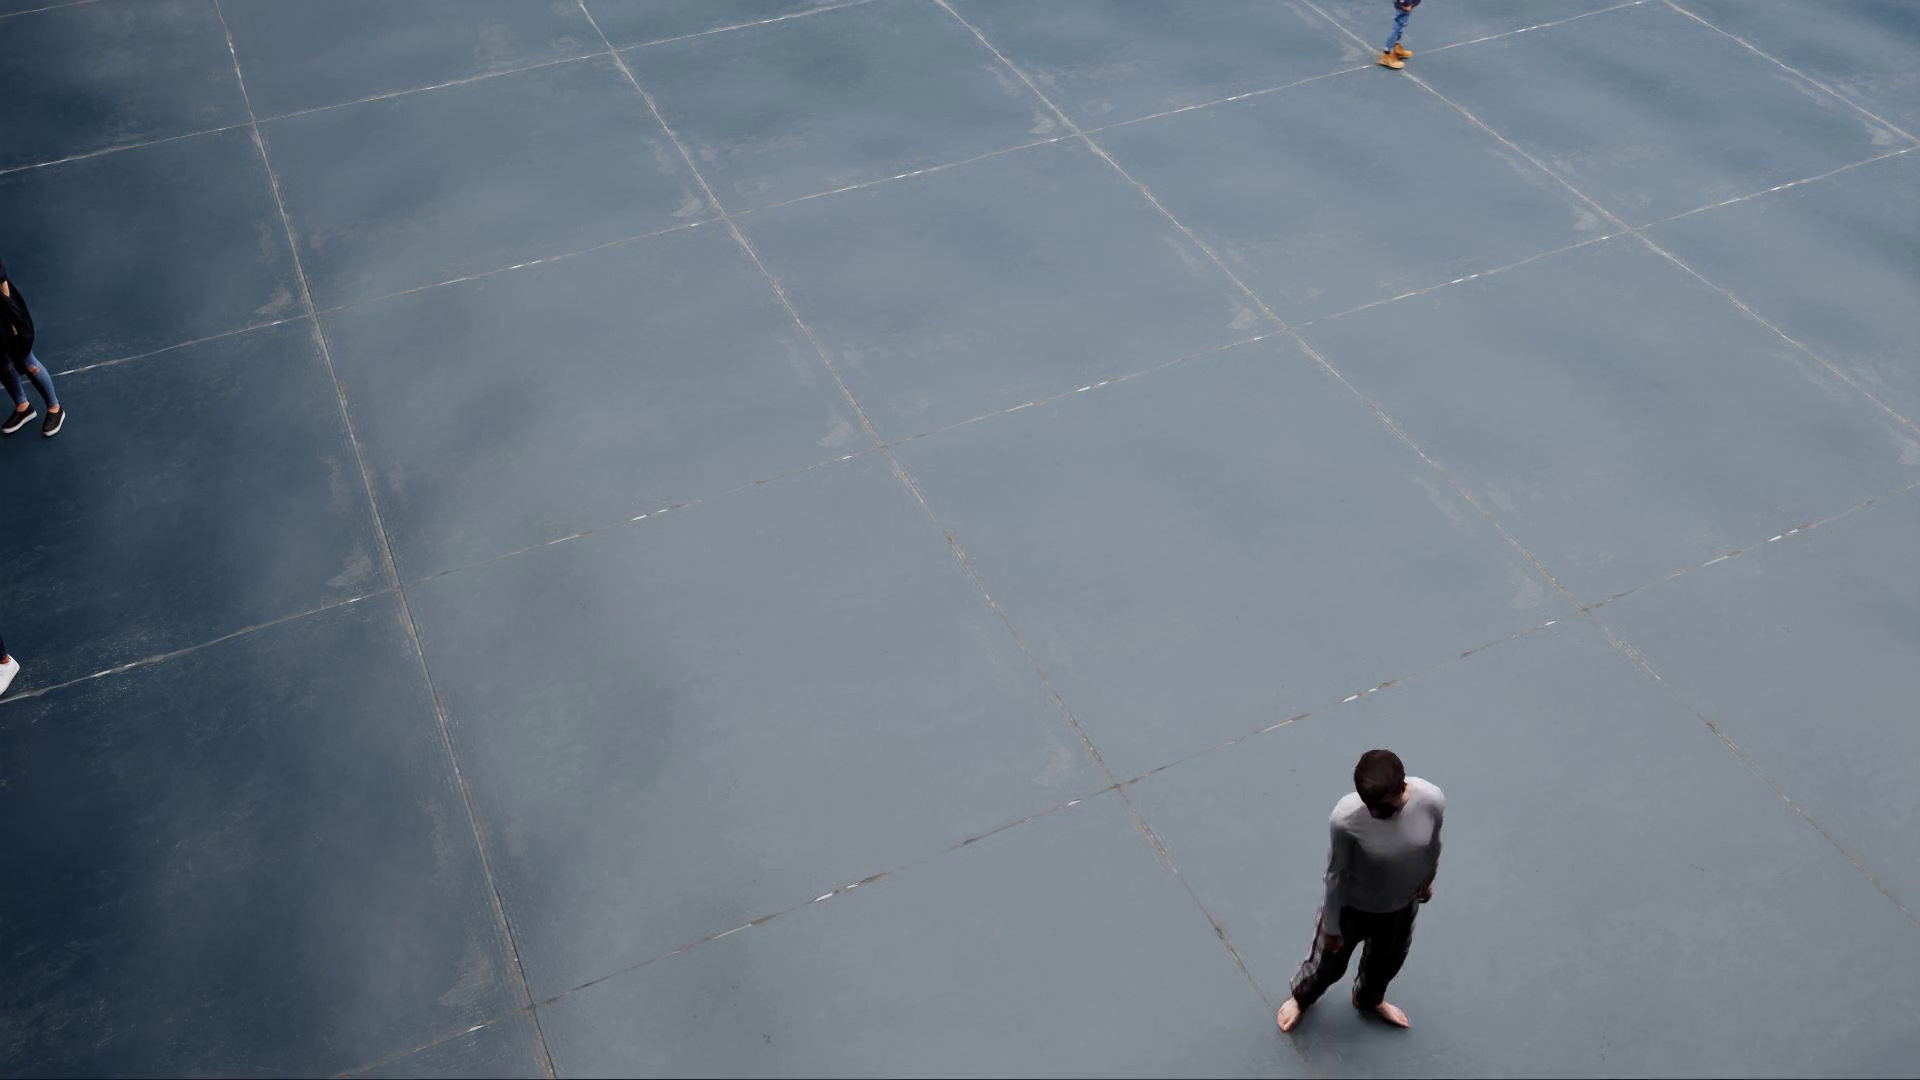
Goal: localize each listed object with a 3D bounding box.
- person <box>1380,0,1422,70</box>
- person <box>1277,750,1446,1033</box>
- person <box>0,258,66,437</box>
[{"bbox_3d":[3.733,-4.565,13.856,0.612,1.246,0.569,19,46,20],"label":"person"},{"bbox_3d":[1.739,1.428,6.832,0.770,1.818,0.654,-20,46,-21],"label":"person"},{"bbox_3d":[-5.840,-1.368,10.010,0.721,1.684,0.738,6,43,6],"label":"person"}]
